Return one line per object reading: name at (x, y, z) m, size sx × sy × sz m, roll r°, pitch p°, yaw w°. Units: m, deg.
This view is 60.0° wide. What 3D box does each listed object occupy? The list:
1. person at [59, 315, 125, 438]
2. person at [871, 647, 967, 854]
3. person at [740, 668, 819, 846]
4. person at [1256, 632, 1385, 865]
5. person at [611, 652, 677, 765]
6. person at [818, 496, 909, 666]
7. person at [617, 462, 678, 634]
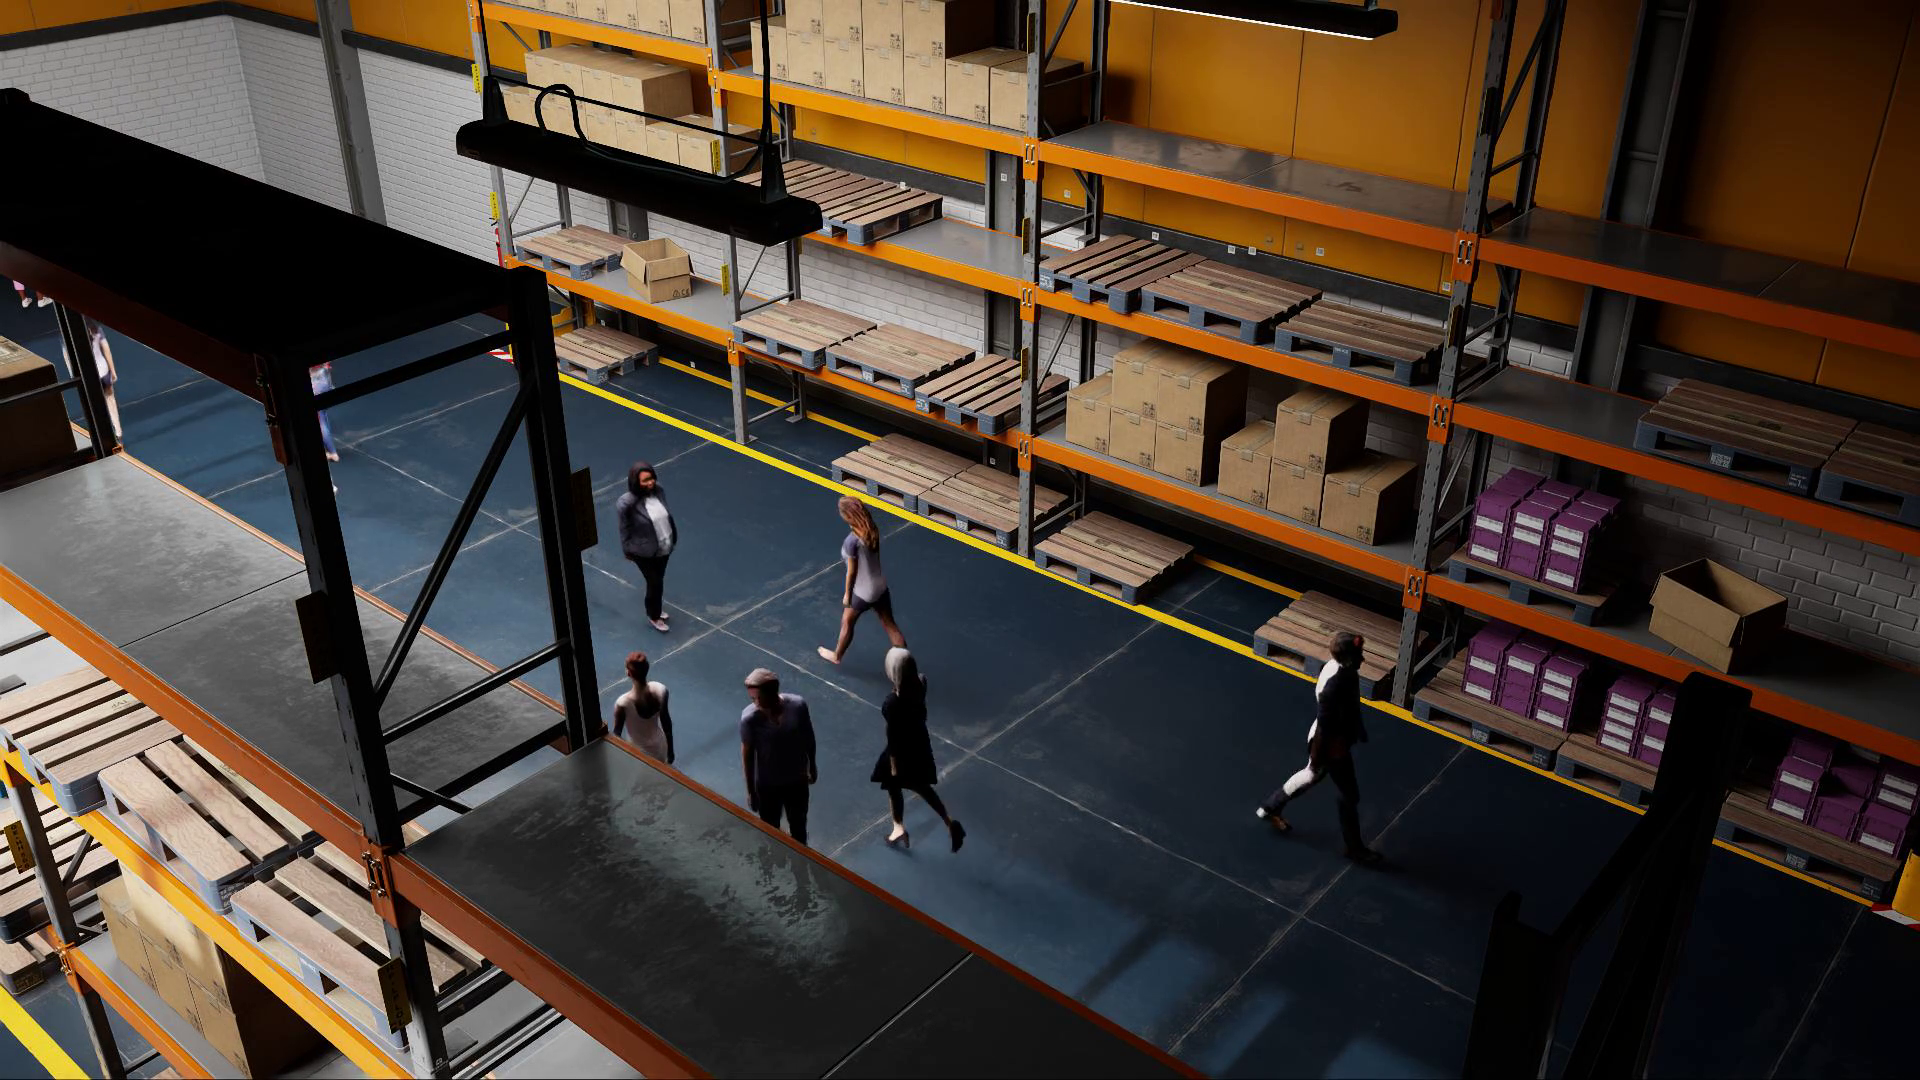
person at (-9.391, -1.767, 18.013) m, size 0.666 × 1.690 × 0.714 m, roll -21°, pitch 35°, yaw -33°
person at (-0.305, 1.560, 11.877) m, size 0.962 × 1.724 × 0.625 m, roll 18°, pitch 33°, yaw 29°
person at (-1.231, 1.665, 11.534) m, size 0.791 × 1.869 × 0.761 m, roll -24°, pitch 37°, yaw -37°
person at (2.589, 1.444, 11.958) m, size 1.290 × 1.852 × 0.978 m, roll 9°, pitch 30°, yaw 16°
person at (-2.160, 1.602, 11.759) m, size 0.688 × 1.764 × 0.989 m, roll -23°, pitch 36°, yaw -35°
person at (-0.706, 0.479, 13.941) m, size 1.122 × 1.646 × 0.695 m, roll 19°, pitch 34°, yaw 31°
person at (-2.813, 0.018, 14.851) m, size 0.707 × 1.585 × 0.698 m, roll 17°, pitch 33°, yaw 28°
